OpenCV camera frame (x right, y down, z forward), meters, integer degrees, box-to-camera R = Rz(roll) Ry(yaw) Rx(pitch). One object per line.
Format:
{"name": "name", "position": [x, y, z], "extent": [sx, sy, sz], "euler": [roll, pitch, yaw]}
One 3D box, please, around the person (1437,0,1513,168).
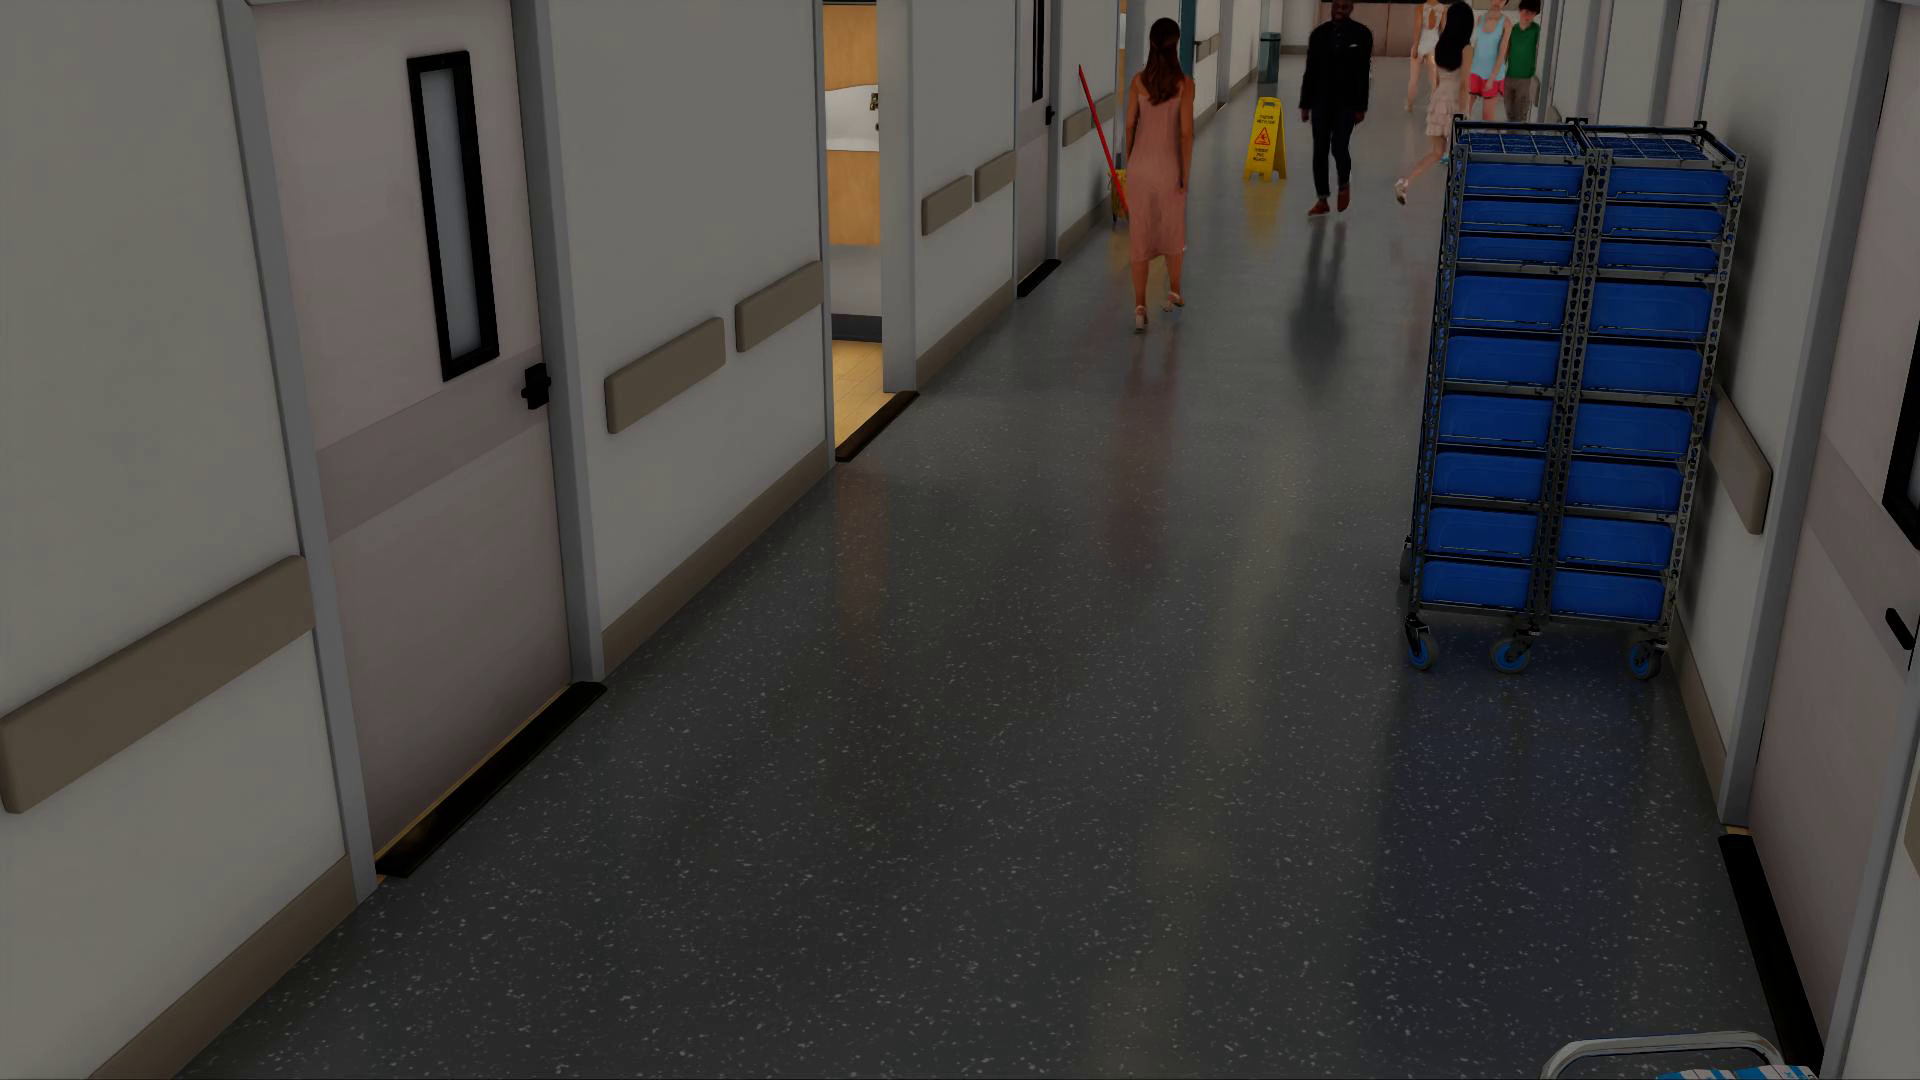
{"name": "person", "position": [5.181, -4.489, 16.221], "extent": [1.095, 1.733, 0.945], "euler": [-15, 26, -35]}

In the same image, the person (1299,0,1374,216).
{"name": "person", "position": [3.145, -3.595, 13.760], "extent": [0.832, 1.805, 0.833], "euler": [14, 25, 33]}

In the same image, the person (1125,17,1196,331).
{"name": "person", "position": [1.143, -2.151, 9.943], "extent": [0.636, 1.807, 0.905], "euler": [6, 22, 16]}

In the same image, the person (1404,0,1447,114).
{"name": "person", "position": [5.745, -5.976, 20.330], "extent": [0.814, 1.604, 1.139], "euler": [-1, 21, -3]}

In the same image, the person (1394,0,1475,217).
{"name": "person", "position": [3.895, -3.461, 13.532], "extent": [0.989, 1.715, 0.918], "euler": [-10, 23, -25]}

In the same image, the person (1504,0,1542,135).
{"name": "person", "position": [5.626, -4.592, 16.650], "extent": [0.937, 1.621, 0.890], "euler": [-11, 23, -27]}
